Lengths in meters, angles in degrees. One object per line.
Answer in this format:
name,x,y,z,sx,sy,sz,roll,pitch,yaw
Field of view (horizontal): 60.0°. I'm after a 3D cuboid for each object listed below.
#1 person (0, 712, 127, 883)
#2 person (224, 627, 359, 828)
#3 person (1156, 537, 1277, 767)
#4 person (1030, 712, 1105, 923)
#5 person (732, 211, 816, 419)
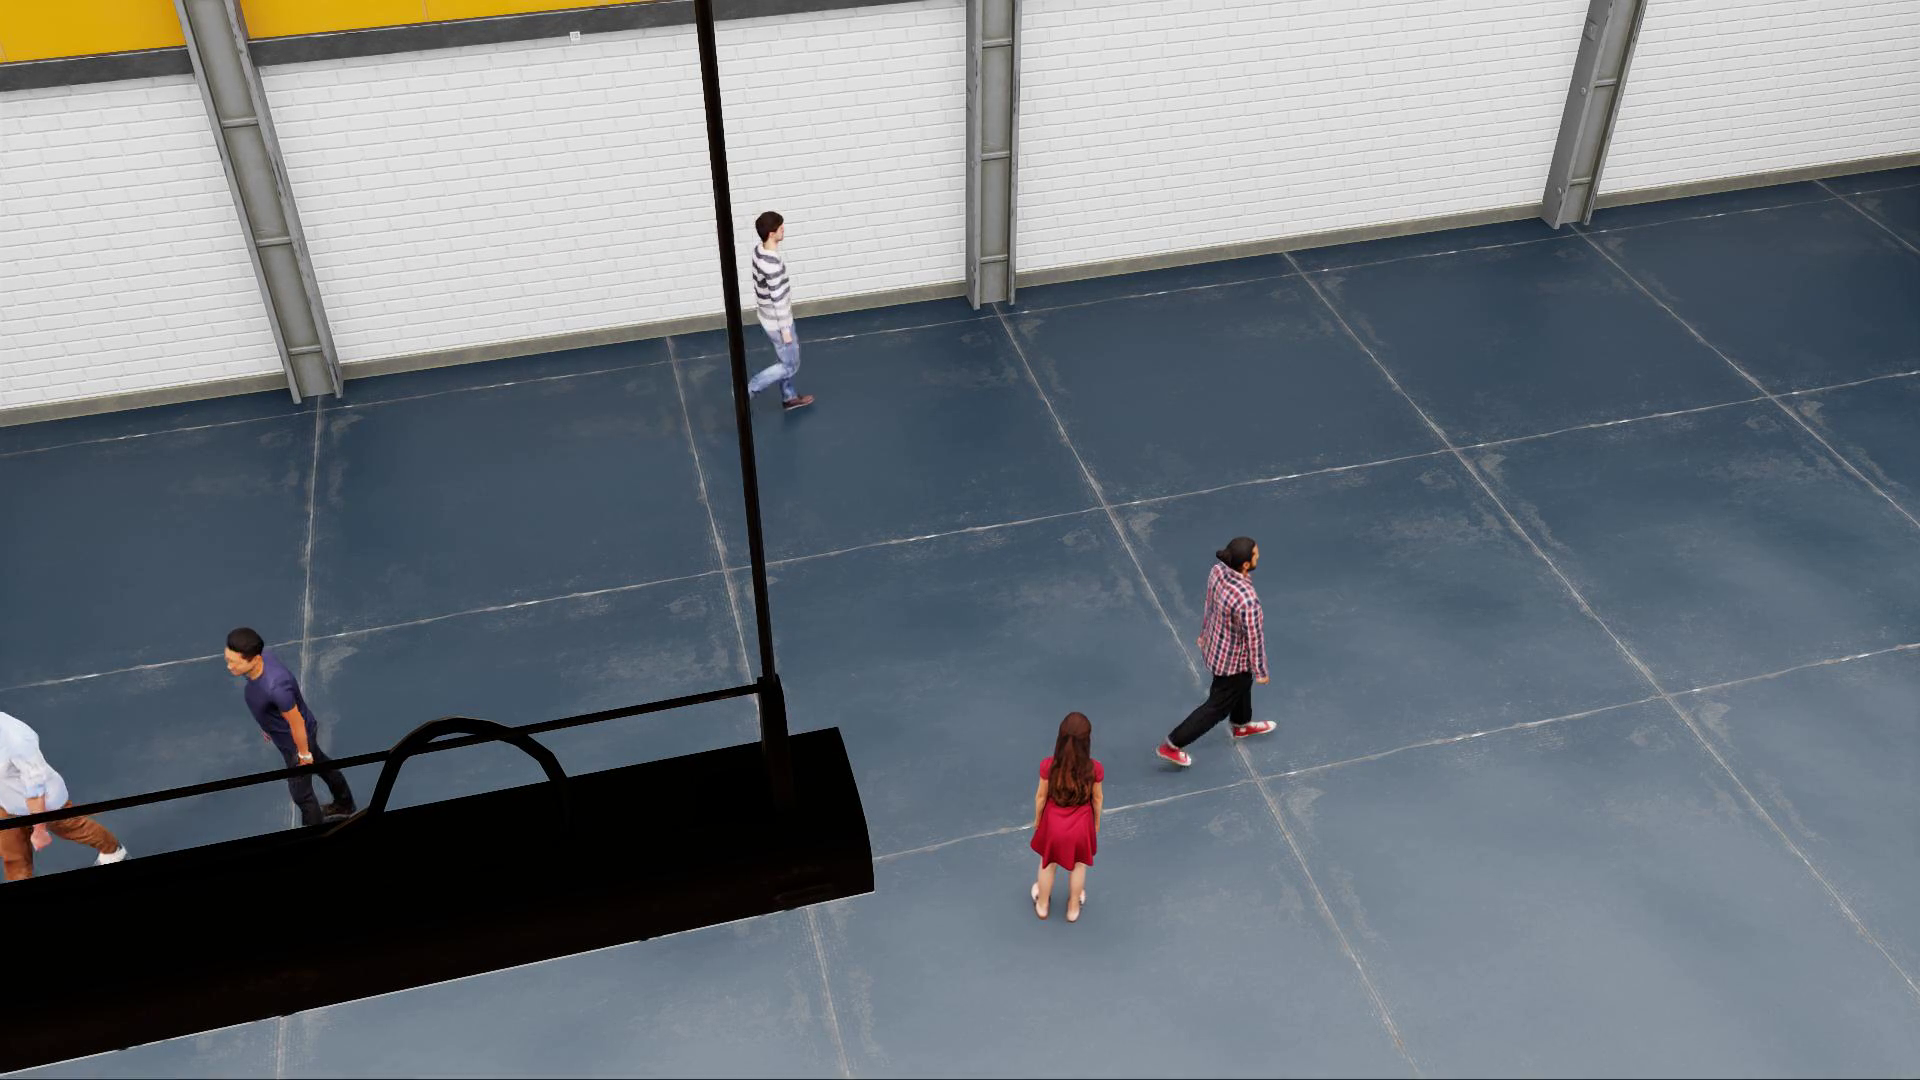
person,-5.237,1.418,9.495,1.209,1.770,1.183,15,41,18
person,-3.924,1.120,9.868,0.903,1.770,0.813,-23,44,-26
person,1.621,0.727,10.376,1.105,1.750,0.689,-9,39,-11
person,0.605,1.594,9.450,0.611,1.551,0.680,0,39,0
person,-1.565,-1.767,13.433,0.918,1.833,0.647,-11,40,-13
